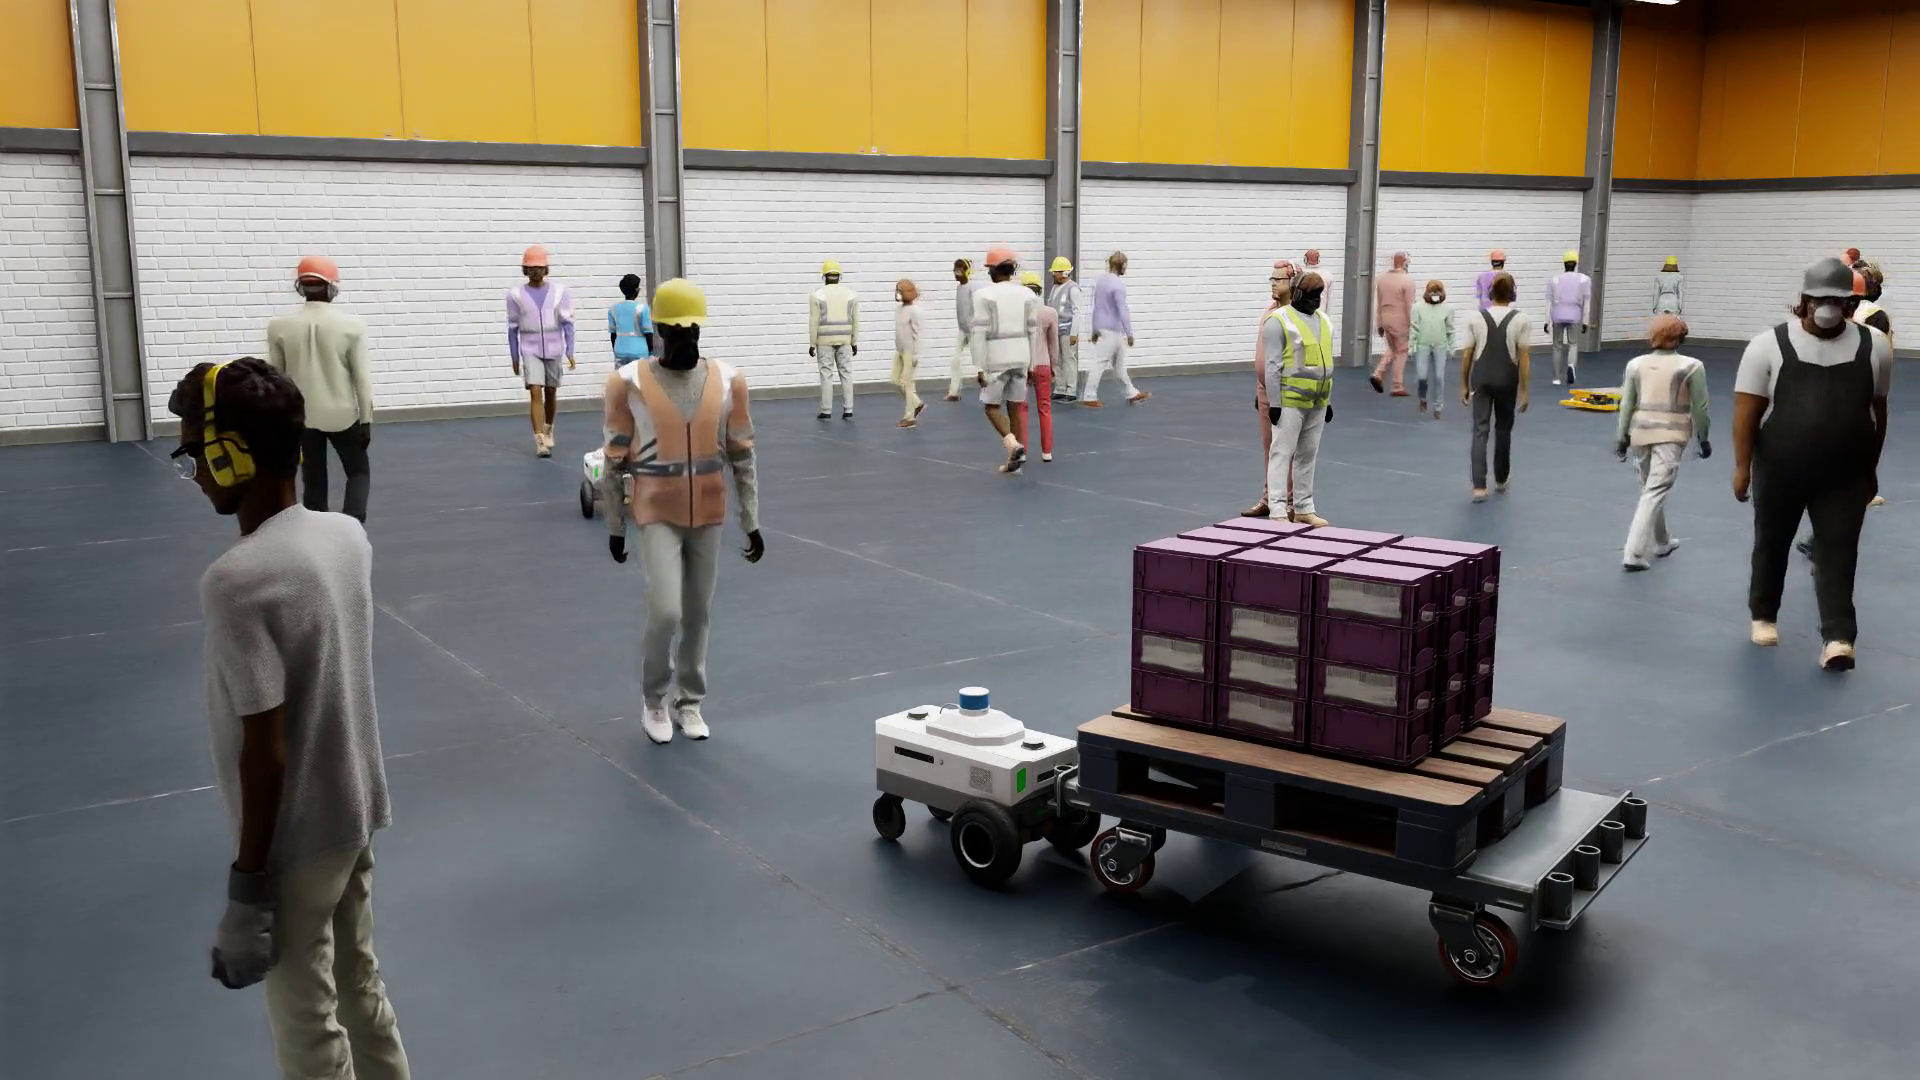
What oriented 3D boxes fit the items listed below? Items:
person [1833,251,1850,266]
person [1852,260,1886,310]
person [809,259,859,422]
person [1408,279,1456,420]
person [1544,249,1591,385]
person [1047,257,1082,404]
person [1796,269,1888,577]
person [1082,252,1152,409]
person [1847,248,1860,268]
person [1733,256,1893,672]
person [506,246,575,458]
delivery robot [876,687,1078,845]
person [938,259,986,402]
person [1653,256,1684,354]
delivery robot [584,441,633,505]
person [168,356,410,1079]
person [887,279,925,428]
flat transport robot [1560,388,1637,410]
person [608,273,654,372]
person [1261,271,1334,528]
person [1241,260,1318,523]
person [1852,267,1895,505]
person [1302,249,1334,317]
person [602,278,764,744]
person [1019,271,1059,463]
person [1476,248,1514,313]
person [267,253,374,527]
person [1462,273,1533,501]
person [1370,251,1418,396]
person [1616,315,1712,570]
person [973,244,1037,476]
[{"bbox_3d":[10.964,-2.654,20.826,0.545,1.905,0.836,4,11,23],"label":"person"},{"bbox_3d":[9.730,-2.100,17.939,0.901,1.841,0.514,-7,12,-33],"label":"person"},{"bbox_3d":[-1.436,-2.255,18.805,0.601,1.830,0.404,-5,11,-24],"label":"person"},{"bbox_3d":[5.381,-2.173,18.971,0.537,1.603,0.401,2,10,10],"label":"person"},{"bbox_3d":[8.473,-3.097,23.228,0.593,1.912,0.558,3,11,17],"label":"person"},{"bbox_3d":[1.282,-2.623,20.833,0.403,1.827,0.601,-5,12,-26],"label":"person"},{"bbox_3d":[5.404,-0.727,10.322,0.553,1.888,0.990,1,10,8],"label":"person"},{"bbox_3d":[1.920,-2.518,20.090,1.022,1.885,0.646,-3,11,-16],"label":"person"},{"bbox_3d":[15.257,-4.058,28.549,0.584,1.882,0.348,-1,10,-6],"label":"person"},{"bbox_3d":[4.158,-0.414,8.140,0.704,2.000,1.016,3,11,17],"label":"person"},{"bbox_3d":[-4.031,-1.818,16.009,0.611,1.996,1.080,-4,11,-19],"label":"person"},{"bbox_3d":[0.046,0.741,5.627,0.707,0.478,0.477,9,14,41],"label":"delivery robot"},{"bbox_3d":[0.185,-2.650,21.068,0.901,1.830,0.549,-6,12,-30],"label":"person"},{"bbox_3d":[12.422,-4.105,29.194,0.492,1.742,0.321,5,12,26],"label":"person"},{"bbox_3d":[-2.642,-0.528,12.586,0.477,0.478,0.707,-4,11,-18],"label":"delivery robot"},{"bbox_3d":[-1.259,0.588,3.136,0.335,1.865,0.521,1,10,5],"label":"person"},{"bbox_3d":[-0.574,-2.031,18.113,0.385,1.620,0.508,-6,12,-31],"label":"person"},{"bbox_3d":[8.079,-1.725,20.185,1.431,0.197,0.652,-4,11,-21],"label":"flat transport robot"},{"bbox_3d":[-3.412,-1.923,17.356,0.532,1.698,0.319,4,11,22],"label":"person"},{"bbox_3d":[2.419,-0.976,11.781,0.624,1.840,0.429,-7,13,-35],"label":"person"},{"bbox_3d":[2.348,-1.075,12.134,0.409,1.909,0.640,-5,11,-25],"label":"person"},{"bbox_3d":[7.012,-1.198,12.984,0.429,1.847,0.626,-1,10,-7],"label":"person"},{"bbox_3d":[5.006,-3.205,23.812,0.647,1.908,0.409,-2,11,-13],"label":"person"},{"bbox_3d":[-1.134,-0.102,6.791,0.598,1.908,0.479,-6,12,-28],"label":"person"},{"bbox_3d":[0.647,-1.593,15.362,0.531,1.767,0.328,-3,11,-13],"label":"person"},{"bbox_3d":[7.676,-3.239,23.985,0.550,1.922,0.620,8,13,36],"label":"person"},{"bbox_3d":[-3.882,-0.750,10.159,0.619,1.982,0.432,-2,10,-9],"label":"person"},{"bbox_3d":[4.276,-1.226,13.279,0.527,1.794,0.955,5,11,24],"label":"person"},{"bbox_3d":[5.703,-2.808,21.666,0.456,1.891,0.654,-5,11,-24],"label":"person"},{"bbox_3d":[4.440,-0.621,10.513,0.871,1.592,0.514,-8,13,-36],"label":"person"},{"bbox_3d":[0.410,-1.529,14.323,0.606,2.025,0.649,-4,11,-21],"label":"person"}]
